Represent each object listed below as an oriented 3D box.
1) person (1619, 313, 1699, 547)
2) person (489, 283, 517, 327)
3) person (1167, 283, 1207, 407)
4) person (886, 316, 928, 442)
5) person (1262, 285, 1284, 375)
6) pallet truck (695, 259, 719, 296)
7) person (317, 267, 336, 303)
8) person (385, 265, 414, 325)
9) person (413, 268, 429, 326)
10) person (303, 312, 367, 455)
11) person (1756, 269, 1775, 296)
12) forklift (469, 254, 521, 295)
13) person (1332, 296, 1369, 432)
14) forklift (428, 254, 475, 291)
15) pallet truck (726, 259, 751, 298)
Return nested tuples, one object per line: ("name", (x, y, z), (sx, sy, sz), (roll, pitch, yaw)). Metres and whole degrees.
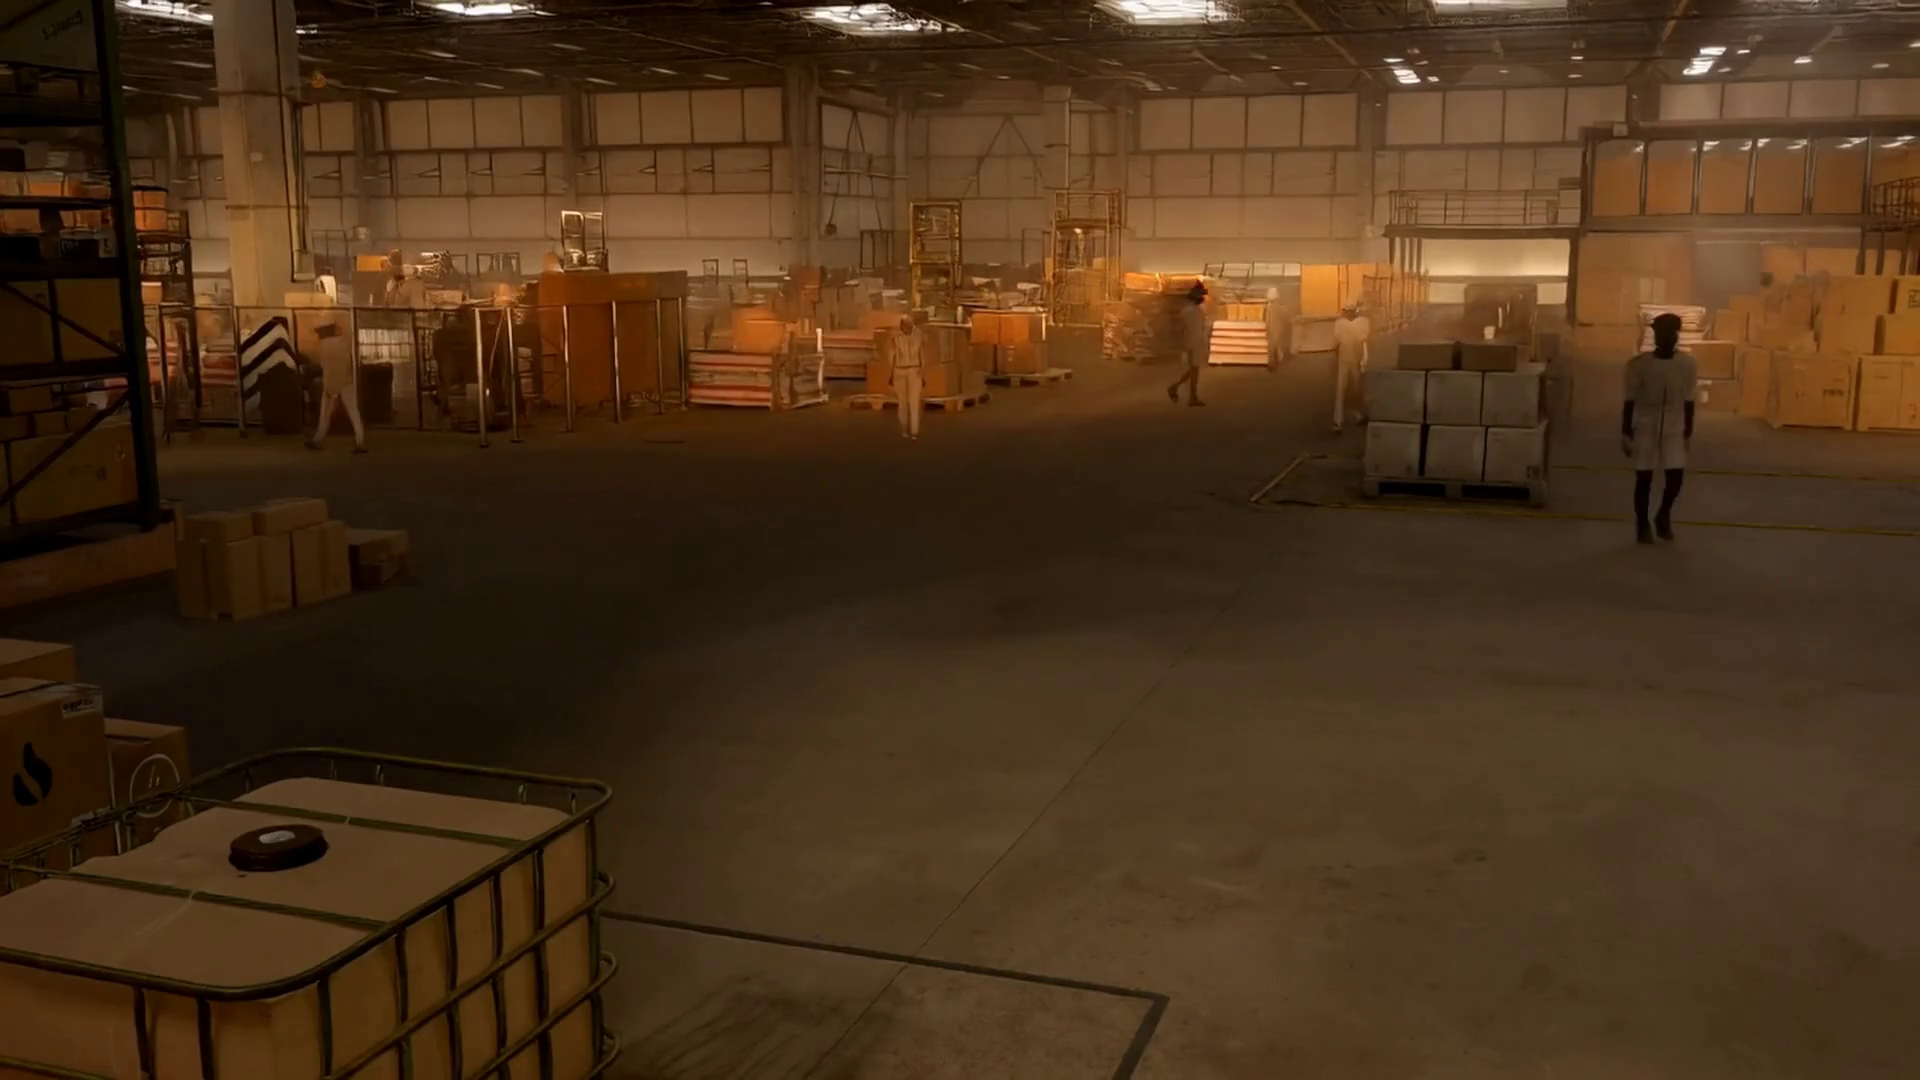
("person", (5.770, -0.898, 13.766), (0.616, 1.949, 0.419), (2, 10, 9))
("person", (-8.421, -3.817, 30.588), (0.426, 1.811, 0.587), (4, 11, 20))
("person", (3.561, -3.017, 25.767), (0.554, 1.921, 0.560), (8, 13, 38))
("person", (-0.675, -2.064, 21.307), (0.533, 1.590, 0.887), (0, 10, -1))
("person", (6.010, -4.034, 32.010), (0.414, 1.725, 0.513), (9, 13, 41))
("pallet truck", (-9.165, -9.627, 62.776), (0.823, 1.965, 1.885), (4, 11, 23))
("person", (-17.695, -6.670, 46.426), (0.396, 1.899, 0.644), (3, 11, 18))
("person", (-13.813, -5.763, 40.968), (0.727, 2.010, 0.639), (-5, 11, -26))
("person", (-13.400, -5.812, 41.486), (0.374, 1.928, 0.542), (-10, 14, -43))
("person", (-7.488, -1.867, 19.911), (0.950, 1.698, 0.510), (5, 11, 25))
("person", (17.304, -4.826, 35.812), (0.447, 1.981, 0.614), (-2, 10, -12))
("forklift", (-17.990, -10.121, 64.684), (1.157, 1.987, 2.680), (3, 11, 17))
("person", (5.292, -2.378, 22.471), (0.536, 1.825, 0.995), (5, 11, 28))
("forklift", (-20.133, -10.254, 65.465), (1.157, 1.987, 2.680), (3, 11, 19))
("pallet truck", (-7.986, -9.493, 62.019), (0.823, 1.965, 1.885), (3, 11, 17))
